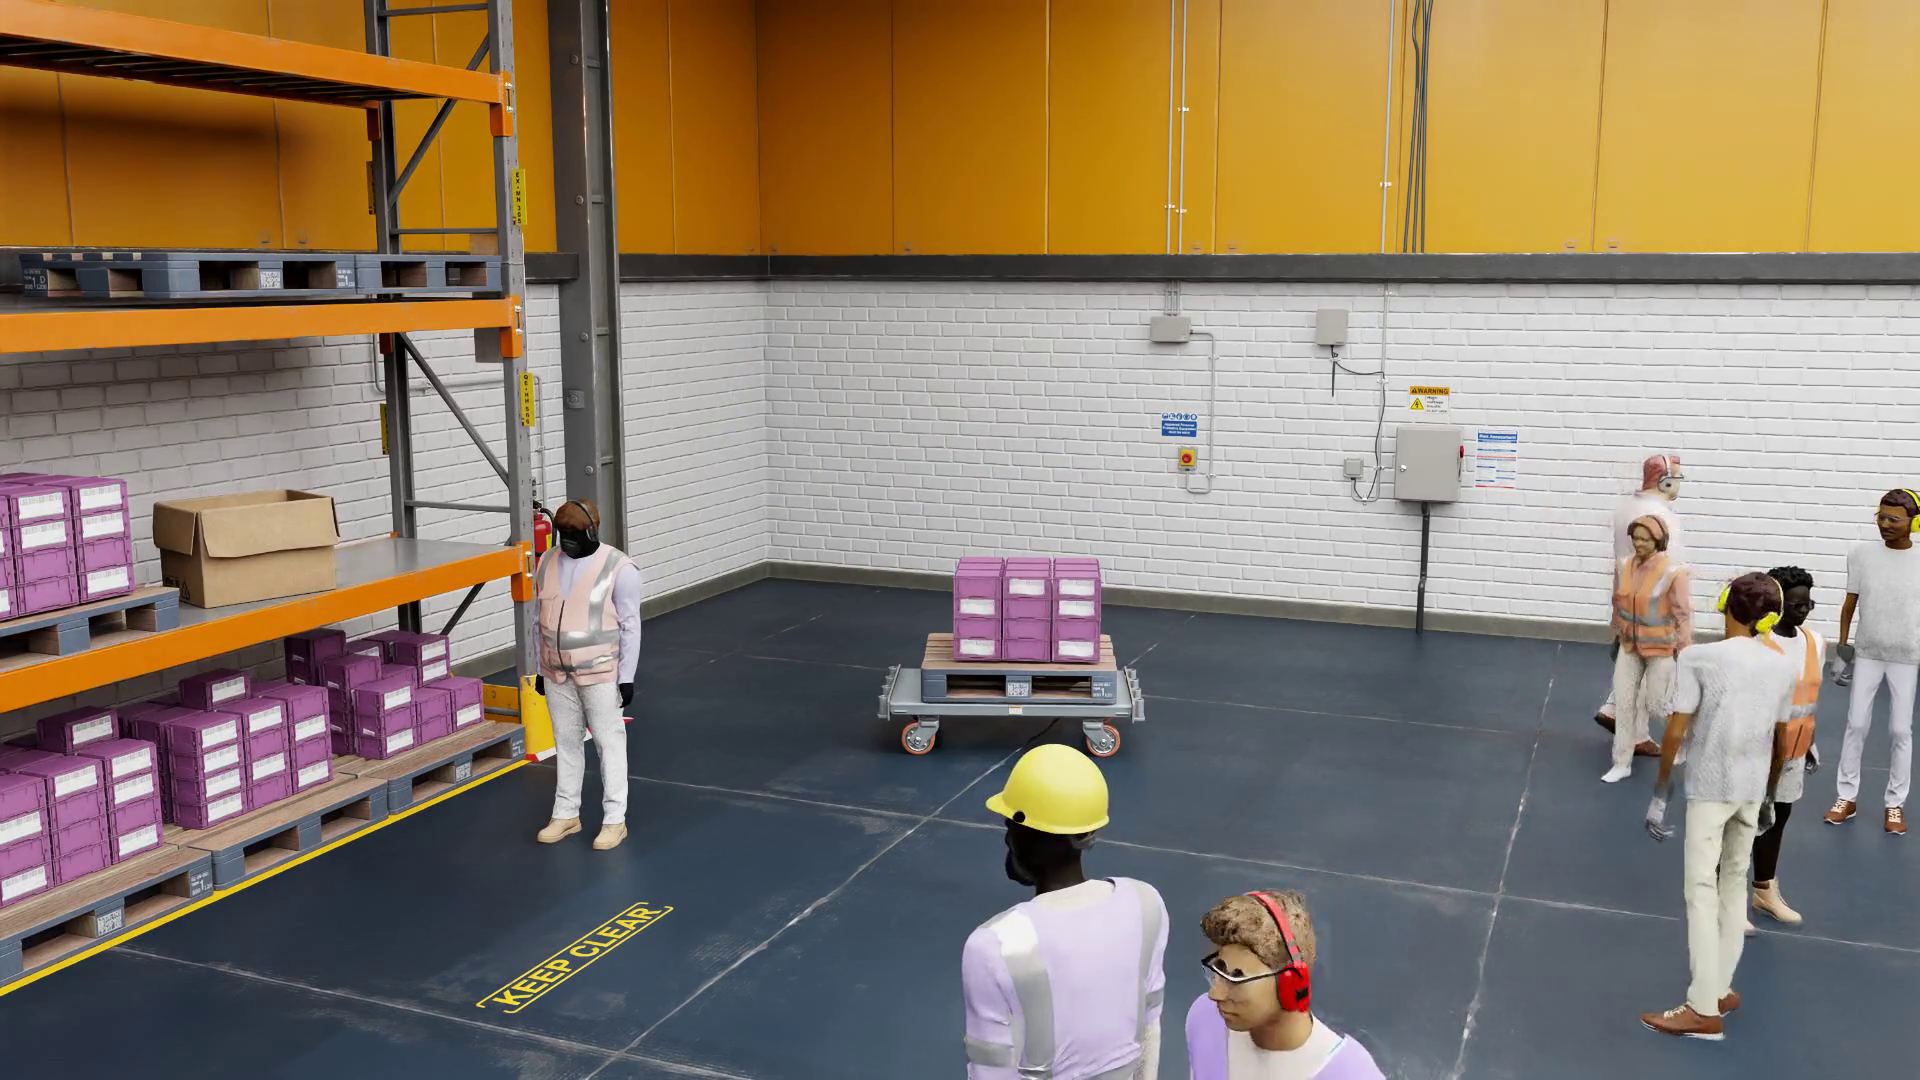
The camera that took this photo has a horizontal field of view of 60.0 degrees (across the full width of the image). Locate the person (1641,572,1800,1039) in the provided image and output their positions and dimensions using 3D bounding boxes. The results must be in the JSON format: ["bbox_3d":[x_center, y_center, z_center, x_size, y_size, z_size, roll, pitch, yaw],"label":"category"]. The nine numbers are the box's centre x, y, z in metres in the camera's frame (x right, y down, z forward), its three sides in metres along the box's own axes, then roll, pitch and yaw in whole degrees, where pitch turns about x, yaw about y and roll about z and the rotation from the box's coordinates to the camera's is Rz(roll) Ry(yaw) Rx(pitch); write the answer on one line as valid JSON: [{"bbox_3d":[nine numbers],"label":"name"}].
[{"bbox_3d":[3.022,1.052,6.605,0.615,1.820,0.428,-1,9,-9],"label":"person"}]

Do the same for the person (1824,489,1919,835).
[{"bbox_3d":[4.976,0.644,8.918,0.516,1.865,0.325,7,12,37],"label":"person"}]

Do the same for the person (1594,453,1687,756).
[{"bbox_3d":[4.270,0.409,10.251,0.422,1.893,0.654,1,9,4],"label":"person"}]

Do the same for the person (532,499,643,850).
[{"bbox_3d":[-1.968,0.696,8.688,0.622,1.838,0.429,3,10,20],"label":"person"}]

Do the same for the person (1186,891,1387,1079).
[{"bbox_3d":[0.742,1.578,3.495,0.829,1.812,0.602,-5,10,-26],"label":"person"}]

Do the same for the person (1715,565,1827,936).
[{"bbox_3d":[3.703,0.946,7.589,0.536,1.696,0.322,-4,10,-20],"label":"person"}]

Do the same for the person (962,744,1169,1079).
[{"bbox_3d":[0.231,1.426,3.974,0.594,1.930,0.353,-7,12,-38],"label":"person"}]

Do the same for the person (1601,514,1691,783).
[{"bbox_3d":[4.099,0.629,9.760,0.595,1.611,0.558,-5,11,-28],"label":"person"}]
